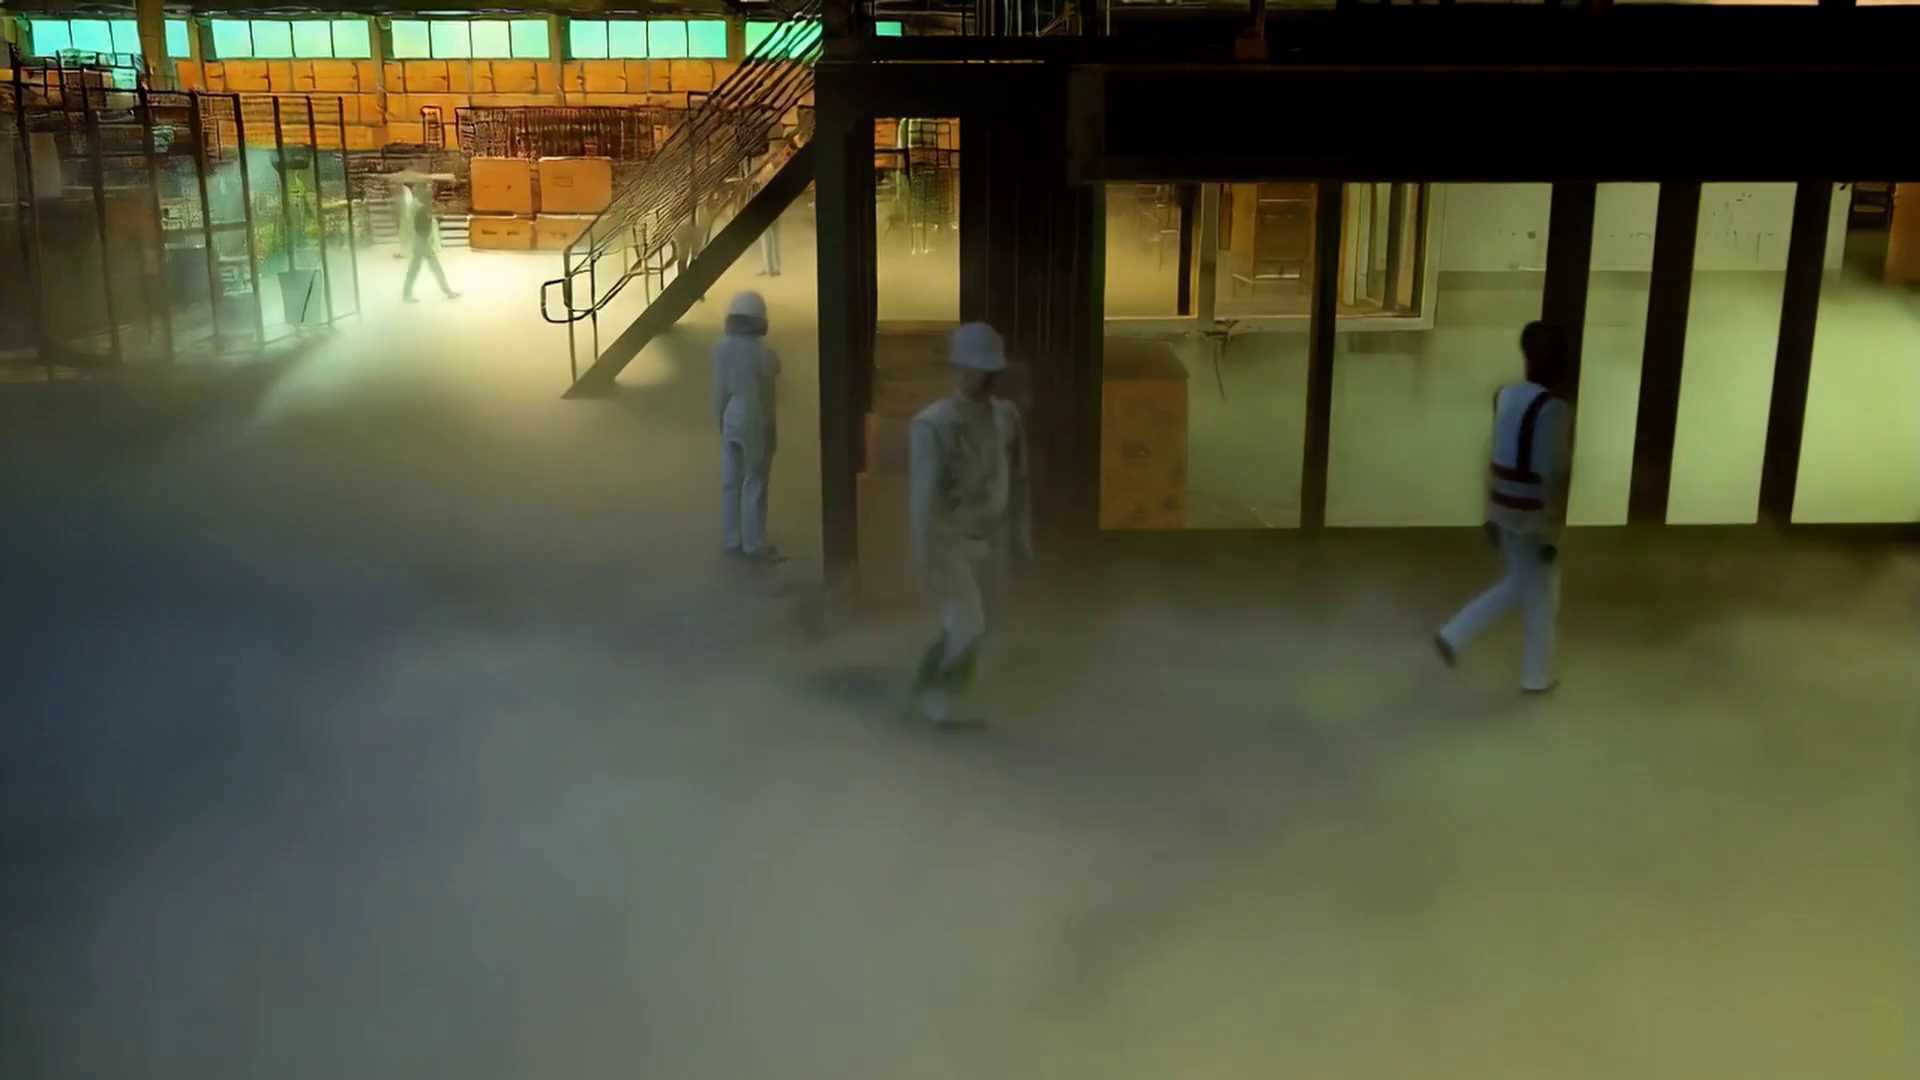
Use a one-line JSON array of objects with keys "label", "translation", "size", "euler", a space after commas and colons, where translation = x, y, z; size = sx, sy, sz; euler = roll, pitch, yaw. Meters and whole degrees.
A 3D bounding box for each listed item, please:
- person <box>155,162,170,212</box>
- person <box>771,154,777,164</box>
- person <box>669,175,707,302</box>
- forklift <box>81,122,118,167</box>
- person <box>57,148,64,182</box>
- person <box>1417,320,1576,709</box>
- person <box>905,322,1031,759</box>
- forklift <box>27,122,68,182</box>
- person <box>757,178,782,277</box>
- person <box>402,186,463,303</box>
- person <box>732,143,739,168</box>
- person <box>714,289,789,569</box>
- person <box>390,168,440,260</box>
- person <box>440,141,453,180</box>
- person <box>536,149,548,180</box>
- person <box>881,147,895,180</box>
[{"label": "person", "translation": [-24.985, -10.960, 51.749], "size": [0.435, 1.607, 0.651], "euler": [3, 14, 11]}, {"label": "person", "translation": [-9.494, -19.419, 85.071], "size": [0.668, 1.831, 0.574], "euler": [3, 14, 10]}, {"label": "person", "translation": [-4.236, -4.703, 25.985], "size": [0.605, 1.966, 0.367], "euler": [-3, 14, -13]}, {"label": "forklift", "translation": [-37.883, -16.923, 72.970], "size": [1.129, 2.768, 1.873], "euler": [-1, 14, -2]}, {"label": "person", "translation": [-33.696, -13.743, 62.223], "size": [0.798, 1.905, 0.562], "euler": [-11, 18, -37]}, {"label": "person", "translation": [2.588, -0.094, 7.774], "size": [0.666, 1.865, 0.582], "euler": [-2, 14, -7]}, {"label": "person", "translation": [0.047, 0.020, 7.190], "size": [0.426, 1.933, 0.607], "euler": [13, 19, 42]}, {"label": "forklift", "translation": [-35.376, -14.773, 64.377], "size": [1.129, 2.768, 1.873], "euler": [-1, 14, -2]}, {"label": "person", "translation": [-3.485, -5.698, 30.364], "size": [0.524, 1.769, 0.325], "euler": [9, 17, 31]}, {"label": "person", "translation": [-8.319, -4.595, 25.904], "size": [0.980, 1.786, 0.525], "euler": [-10, 17, -34]}, {"label": "person", "translation": [-11.552, -19.595, 85.899], "size": [0.816, 1.769, 0.604], "euler": [-8, 16, -29]}, {"label": "person", "translation": [-1.317, -0.694, 10.414], "size": [0.493, 1.742, 0.322], "euler": [12, 18, 39]}, {"label": "person", "translation": [-11.174, -6.652, 33.999], "size": [1.019, 1.875, 0.597], "euler": [1, 14, 5]}, {"label": "person", "translation": [-24.837, -18.311, 80.492], "size": [0.619, 1.919, 0.669], "euler": [-5, 15, -18]}, {"label": "person", "translation": [-17.424, -15.364, 69.074], "size": [0.849, 1.726, 0.546], "euler": [-4, 15, -16]}, {"label": "person", "translation": [-2.992, -15.371, 68.756], "size": [0.637, 1.904, 0.403], "euler": [-10, 17, -34]}]
